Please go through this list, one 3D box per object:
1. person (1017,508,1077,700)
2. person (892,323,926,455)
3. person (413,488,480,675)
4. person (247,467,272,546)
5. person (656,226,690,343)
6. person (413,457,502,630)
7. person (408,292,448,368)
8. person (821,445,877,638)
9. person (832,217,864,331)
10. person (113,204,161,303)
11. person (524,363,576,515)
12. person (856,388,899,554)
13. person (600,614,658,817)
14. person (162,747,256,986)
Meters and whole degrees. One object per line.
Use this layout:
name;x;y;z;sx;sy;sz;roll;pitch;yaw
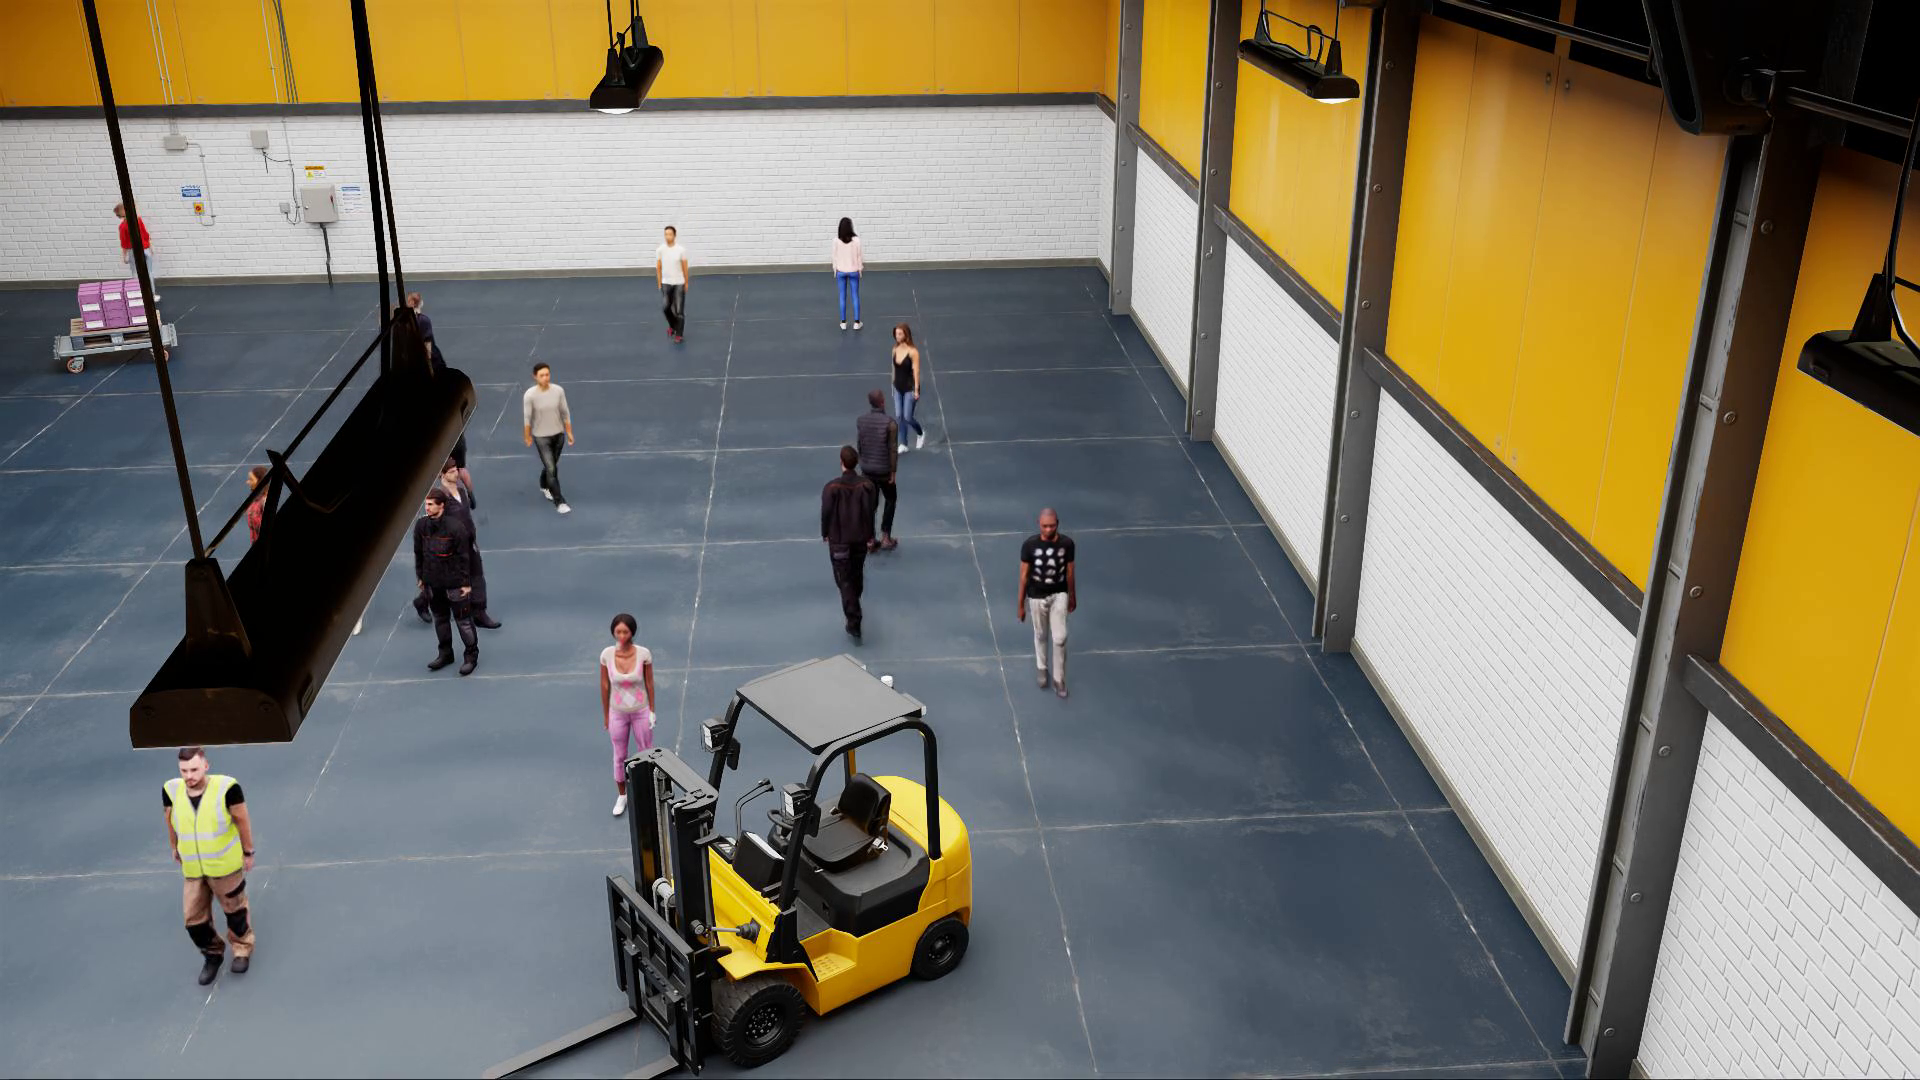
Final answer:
person;0.809;0.505;15.364;0.748;1.785;0.896;0;24;0
person;-0.633;-1.924;21.008;0.774;1.715;0.836;17;29;34
person;-4.815;0.373;15.599;0.799;1.839;0.732;7;25;16
person;-6.836;0.069;16.467;0.761;1.699;0.677;-20;31;-38
person;-4.371;-3.954;25.553;0.654;1.794;0.684;0;24;1
person;-5.049;0.049;16.362;0.979;1.820;1.137;7;24;15
person;-7.285;-2.481;22.336;0.744;1.672;0.802;8;25;18
person;-1.075;0.045;16.313;0.908;1.867;1.282;-8;25;-17
person;-1.761;-4.193;26.131;0.675;1.769;0.599;2;24;4
person;-13.545;-4.750;27.519;0.756;1.677;0.855;-21;31;-39
person;-4.821;-1.231;19.363;1.043;1.762;1.251;-17;29;-33
person;-0.917;-0.721;18.153;0.856;1.798;0.878;17;29;34
person;-2.656;1.397;13.382;0.570;1.737;0.516;-3;24;-7
person;-5.159;2.165;11.507;0.744;1.832;0.768;-3;24;-7
